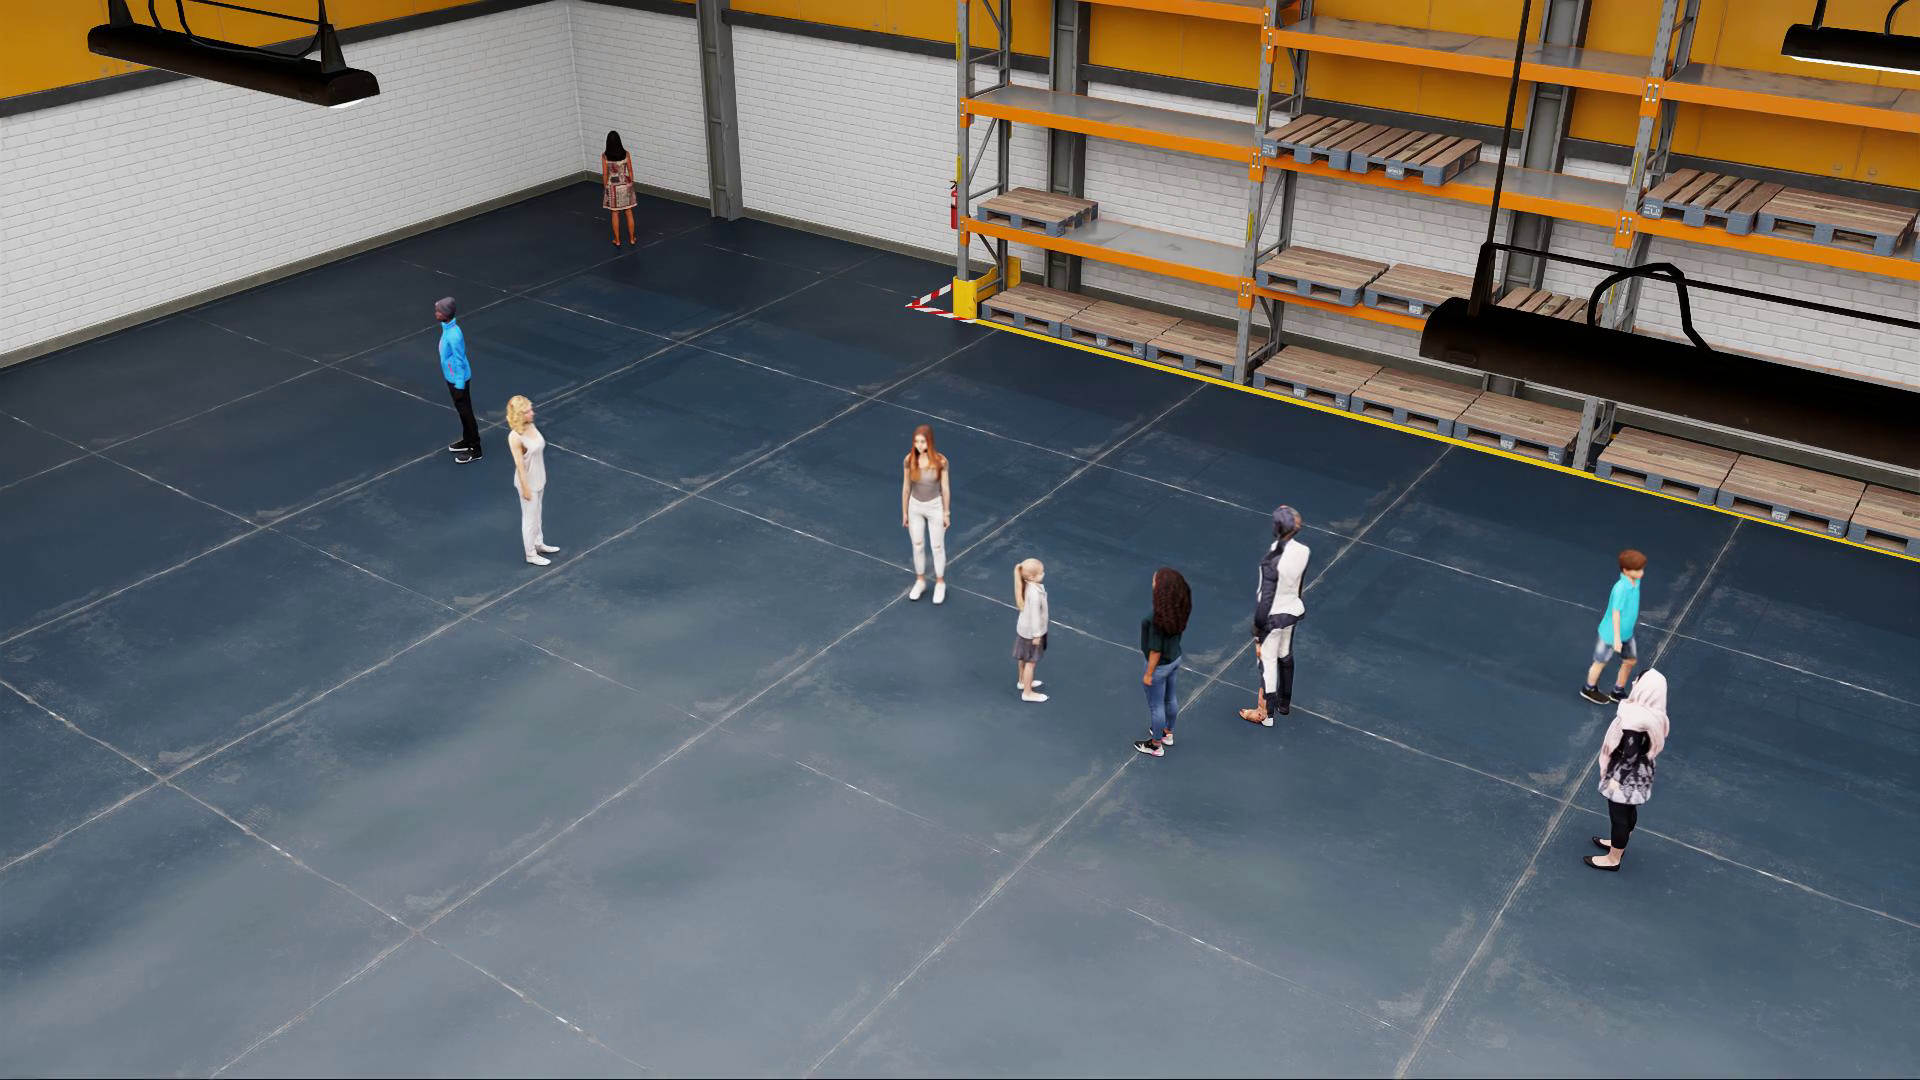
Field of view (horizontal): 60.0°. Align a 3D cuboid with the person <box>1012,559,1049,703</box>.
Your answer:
[{"bbox_3d":[0.585,0.716,13.648,0.657,1.275,0.600,-4,29,-7],"label":"person"}]

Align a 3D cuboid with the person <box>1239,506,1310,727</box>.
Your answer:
[{"bbox_3d":[2.521,0.602,13.216,0.740,1.890,0.667,-23,36,-36],"label":"person"}]

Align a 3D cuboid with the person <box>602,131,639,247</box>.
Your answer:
[{"bbox_3d":[-4.890,-5.051,23.834,0.724,1.645,0.735,-10,30,-18],"label":"person"}]

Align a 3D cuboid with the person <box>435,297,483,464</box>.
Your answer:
[{"bbox_3d":[-5.286,-1.706,17.547,0.751,1.794,0.631,-14,32,-25],"label":"person"}]

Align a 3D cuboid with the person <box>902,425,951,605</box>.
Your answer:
[{"bbox_3d":[-0.293,-0.254,14.965,0.582,1.718,0.719,6,29,11],"label":"person"}]

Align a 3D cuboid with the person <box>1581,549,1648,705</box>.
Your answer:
[{"bbox_3d":[5.281,0.693,13.525,0.610,1.434,0.722,-22,36,-35],"label":"person"}]

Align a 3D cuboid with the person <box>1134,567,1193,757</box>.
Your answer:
[{"bbox_3d":[1.571,0.936,12.889,0.595,1.617,0.602,21,35,33],"label":"person"}]

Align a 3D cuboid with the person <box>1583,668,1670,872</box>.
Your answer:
[{"bbox_3d":[4.698,1.599,11.652,0.603,1.638,0.615,18,33,29],"label":"person"}]

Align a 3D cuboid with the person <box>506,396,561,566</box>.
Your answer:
[{"bbox_3d":[-4.045,-0.579,15.609,0.682,1.671,0.671,3,29,6],"label":"person"}]
